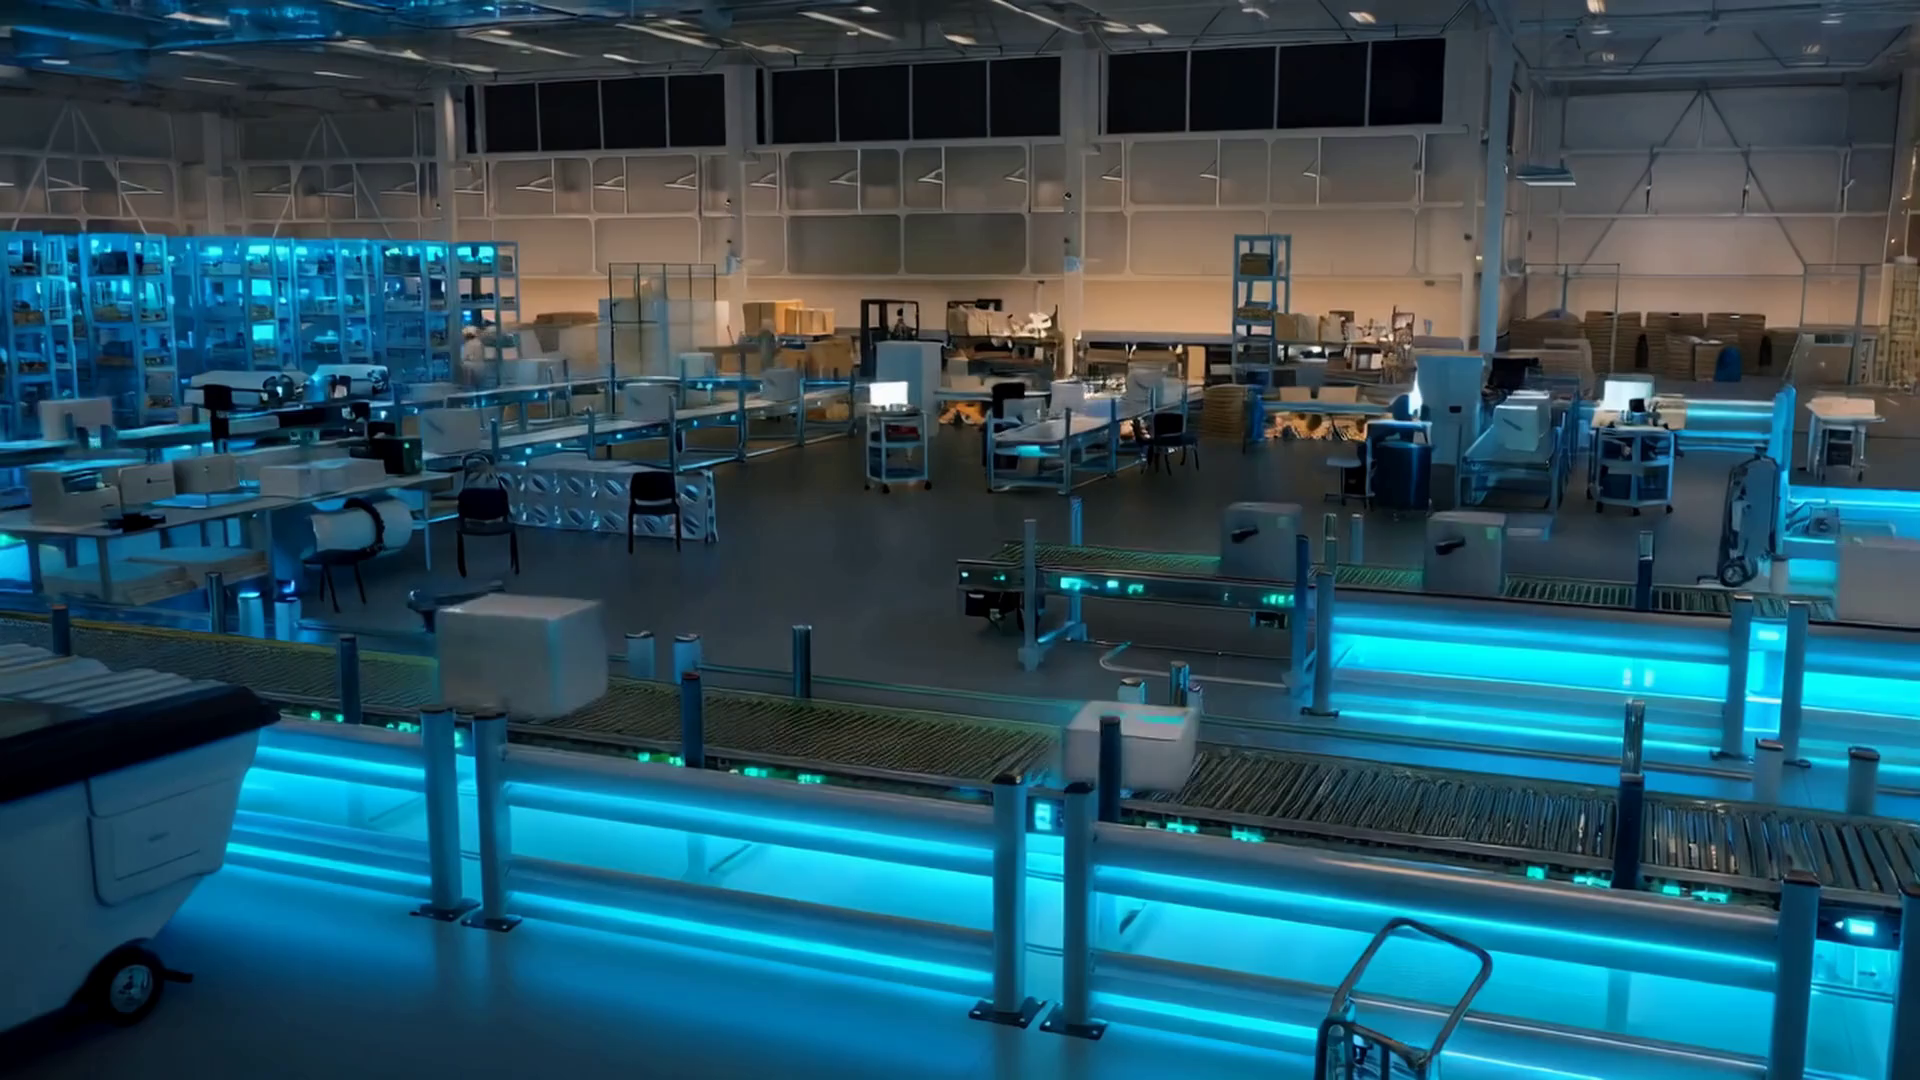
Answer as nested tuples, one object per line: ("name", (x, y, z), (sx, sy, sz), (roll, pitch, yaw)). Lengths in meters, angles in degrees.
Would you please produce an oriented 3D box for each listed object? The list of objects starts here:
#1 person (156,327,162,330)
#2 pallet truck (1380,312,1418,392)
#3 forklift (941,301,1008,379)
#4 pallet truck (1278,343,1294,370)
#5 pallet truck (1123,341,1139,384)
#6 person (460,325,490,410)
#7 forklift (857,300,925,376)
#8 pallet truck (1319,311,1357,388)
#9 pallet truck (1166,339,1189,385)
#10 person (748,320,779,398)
("person", (-17.871, -3.997, 37.143), (0.573, 1.831, 0.398), (-6, 11, -34))
("pallet truck", (10.207, -4.283, 38.369), (0.823, 1.965, 1.885), (3, 10, 20))
("forklift", (0.365, -4.966, 41.571), (1.157, 1.987, 2.680), (3, 10, 20))
("pallet truck", (7.886, -4.163, 39.743), (0.653, 1.274, 1.630), (4, 10, 22))
("pallet truck", (4.445, -4.380, 41.279), (0.680, 1.201, 1.601), (4, 10, 22))
("person", (-10.267, -3.600, 34.858), (0.627, 1.781, 0.924), (6, 11, 32))
("forklift", (-1.732, -5.109, 42.468), (1.157, 1.987, 2.680), (4, 10, 22))
("pallet truck", (9.071, -4.419, 39.190), (0.823, 1.965, 1.885), (5, 10, 26))
("pallet truck", (5.418, -4.269, 40.420), (0.704, 1.261, 1.522), (3, 10, 20))
("person", (-4.220, -3.891, 36.408), (0.978, 1.864, 0.657), (-3, 10, -18))
